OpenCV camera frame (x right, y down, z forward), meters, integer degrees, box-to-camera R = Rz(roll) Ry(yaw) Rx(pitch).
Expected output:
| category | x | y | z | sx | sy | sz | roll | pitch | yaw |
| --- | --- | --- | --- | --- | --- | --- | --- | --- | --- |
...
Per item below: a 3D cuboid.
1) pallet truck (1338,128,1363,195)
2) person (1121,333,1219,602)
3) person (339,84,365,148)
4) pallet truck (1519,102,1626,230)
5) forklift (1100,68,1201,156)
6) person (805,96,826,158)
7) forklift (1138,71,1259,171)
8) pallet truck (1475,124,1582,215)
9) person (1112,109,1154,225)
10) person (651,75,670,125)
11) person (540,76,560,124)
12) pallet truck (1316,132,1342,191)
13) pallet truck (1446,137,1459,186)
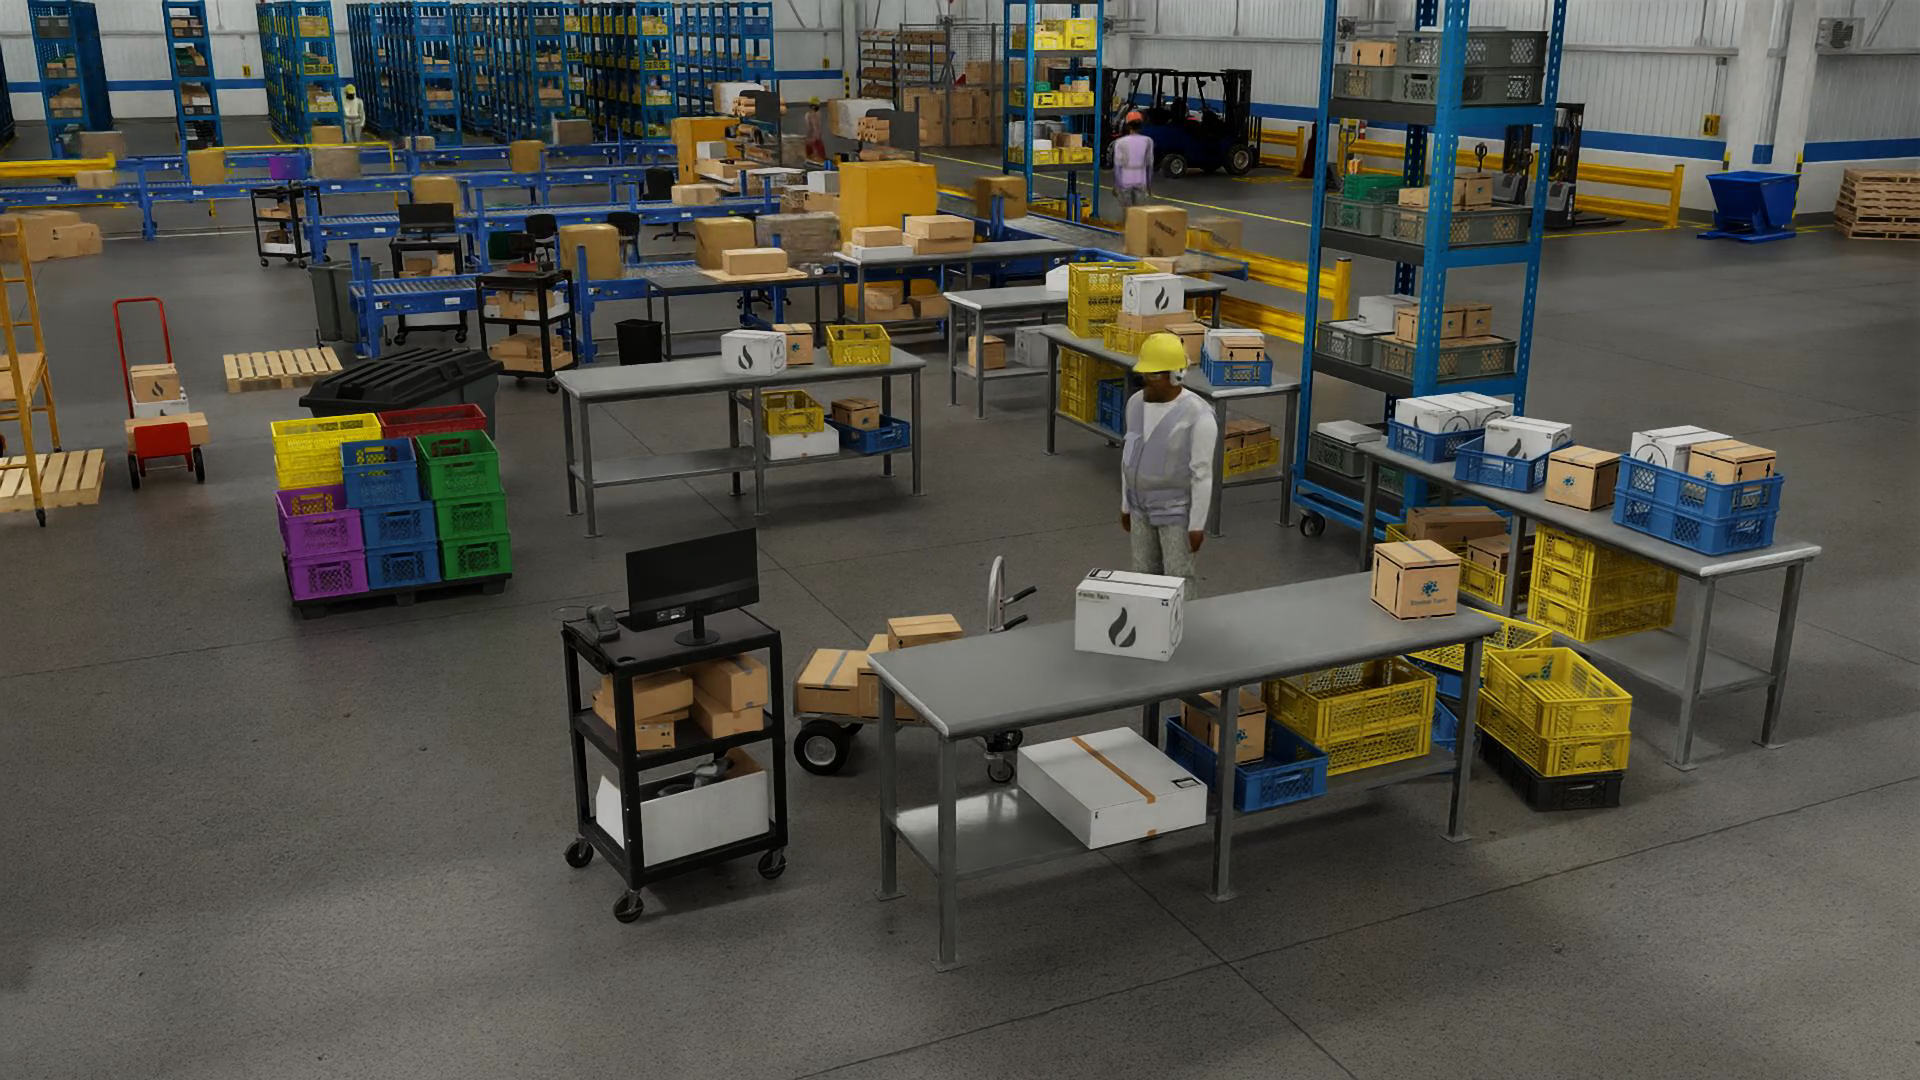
| category | x | y | z | sx | sy | sz | roll | pitch | yaw |
| --- | --- | --- | --- | --- | --- | --- | --- | --- | --- |
| pallet truck | 7.845 | -7.140 | 31.411 | 1.522 | 1.261 | 0.704 | -9 | 20 | -25 |
| person | 1.039 | -0.165 | 8.585 | 0.403 | 1.821 | 0.596 | -14 | 22 | -37 |
| person | -13.826 | -9.447 | 37.848 | 0.600 | 1.792 | 0.787 | -8 | 19 | -24 |
| pallet truck | 9.972 | -6.037 | 26.785 | 1.885 | 1.965 | 0.823 | -9 | 20 | -25 |
| forklift | 4.082 | -9.564 | 37.410 | 2.680 | 1.987 | 1.157 | -8 | 19 | -23 |
| person | -2.879 | -8.035 | 33.500 | 0.772 | 1.734 | 0.546 | 14 | 22 | 37 |
| forklift | 4.998 | -8.936 | 35.413 | 2.680 | 1.987 | 1.157 | -9 | 20 | -25 |
| pallet truck | 9.707 | -6.455 | 28.103 | 1.885 | 1.965 | 0.823 | -7 | 19 | -20 |
| person | 2.499 | -5.177 | 24.040 | 0.606 | 2.028 | 0.501 | -5 | 18 | -15 |
| person | -8.510 | -12.478 | 47.401 | 0.939 | 1.802 | 0.572 | -2 | 18 | -8 |
| person | -10.862 | -11.607 | 44.409 | 0.775 | 1.939 | 0.731 | 11 | 20 | 30 |
| pallet truck | 7.723 | -7.504 | 32.656 | 1.601 | 1.201 | 0.680 | -8 | 19 | -23 |
| pallet truck | 9.184 | -6.485 | 29.328 | 1.630 | 1.274 | 0.653 | -8 | 19 | -23 |
